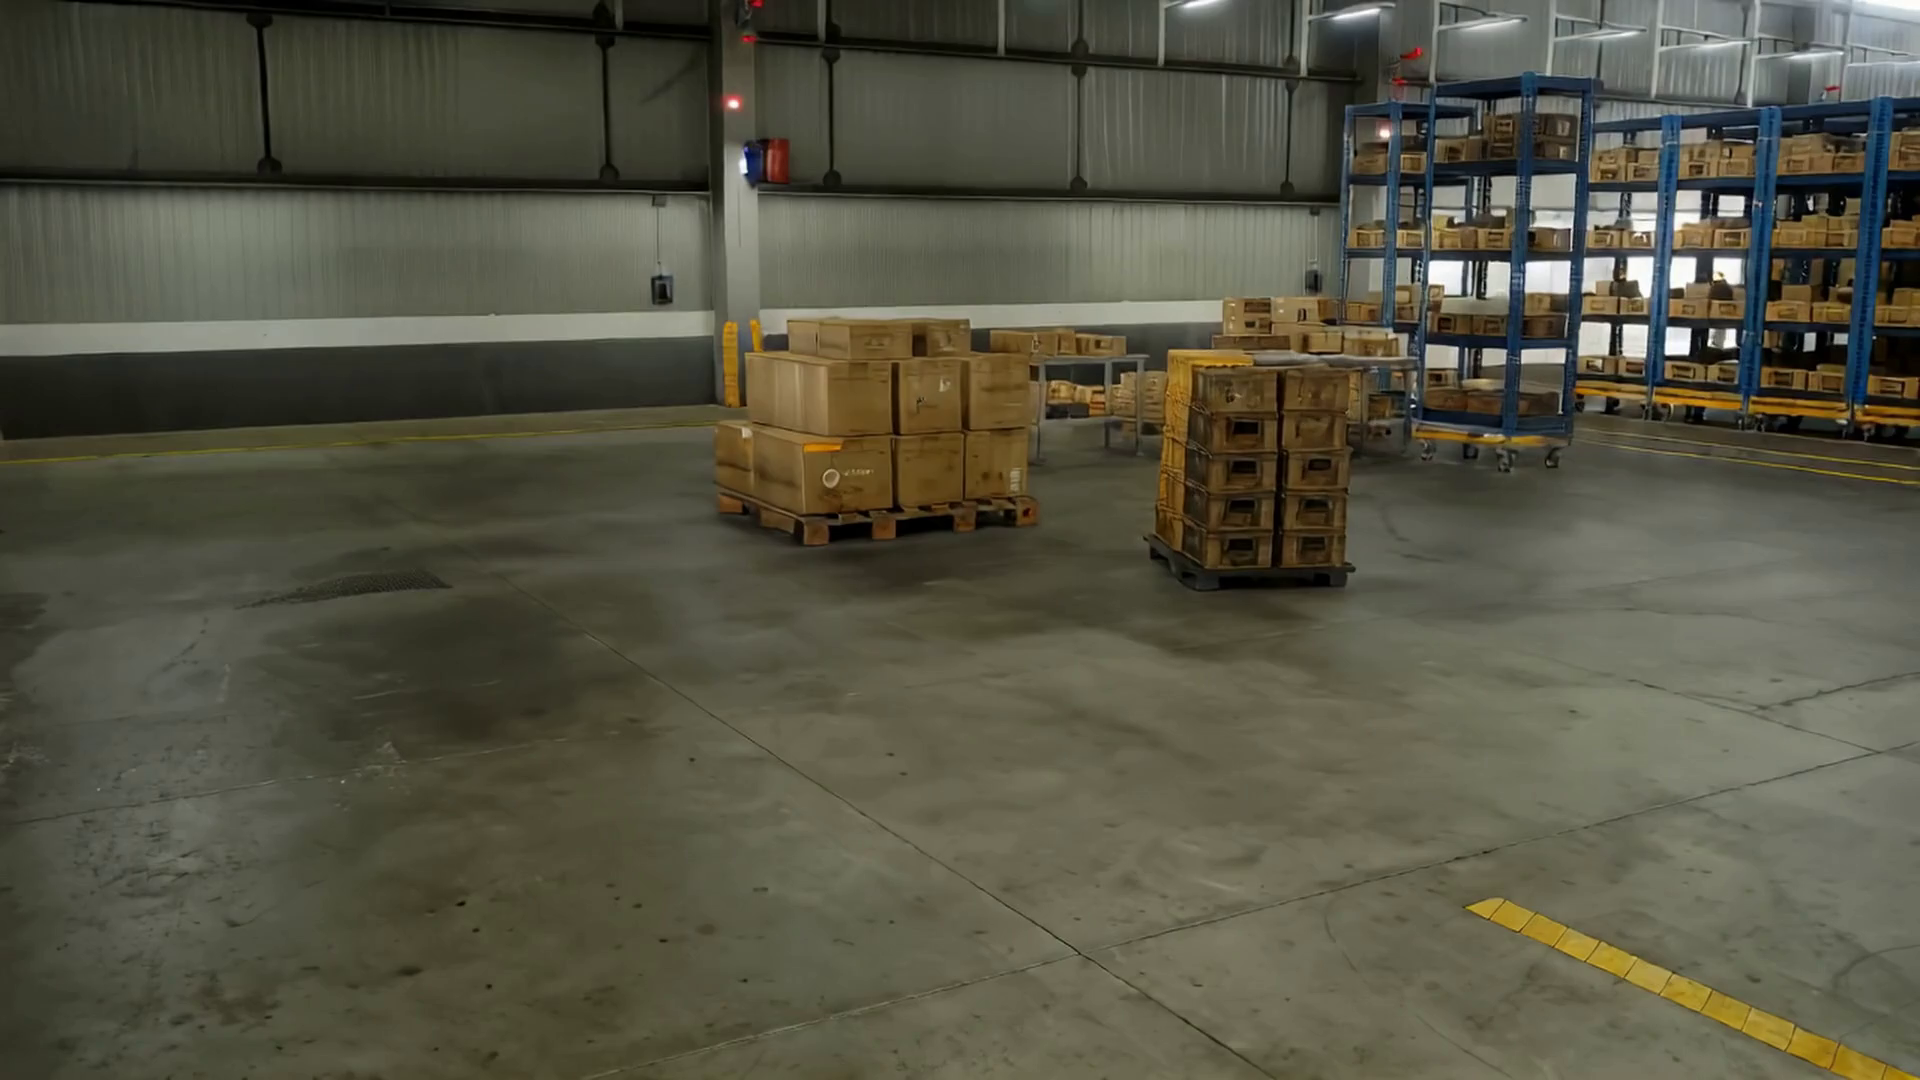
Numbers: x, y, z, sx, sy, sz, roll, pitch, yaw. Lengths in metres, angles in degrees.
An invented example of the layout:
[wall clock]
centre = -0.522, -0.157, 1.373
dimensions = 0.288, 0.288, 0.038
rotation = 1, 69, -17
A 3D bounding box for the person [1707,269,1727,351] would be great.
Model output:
[person]
centre = 11.339, -3.205, 25.050
dimensions = 0.563, 1.743, 0.359
rotation = -8, 13, -39
